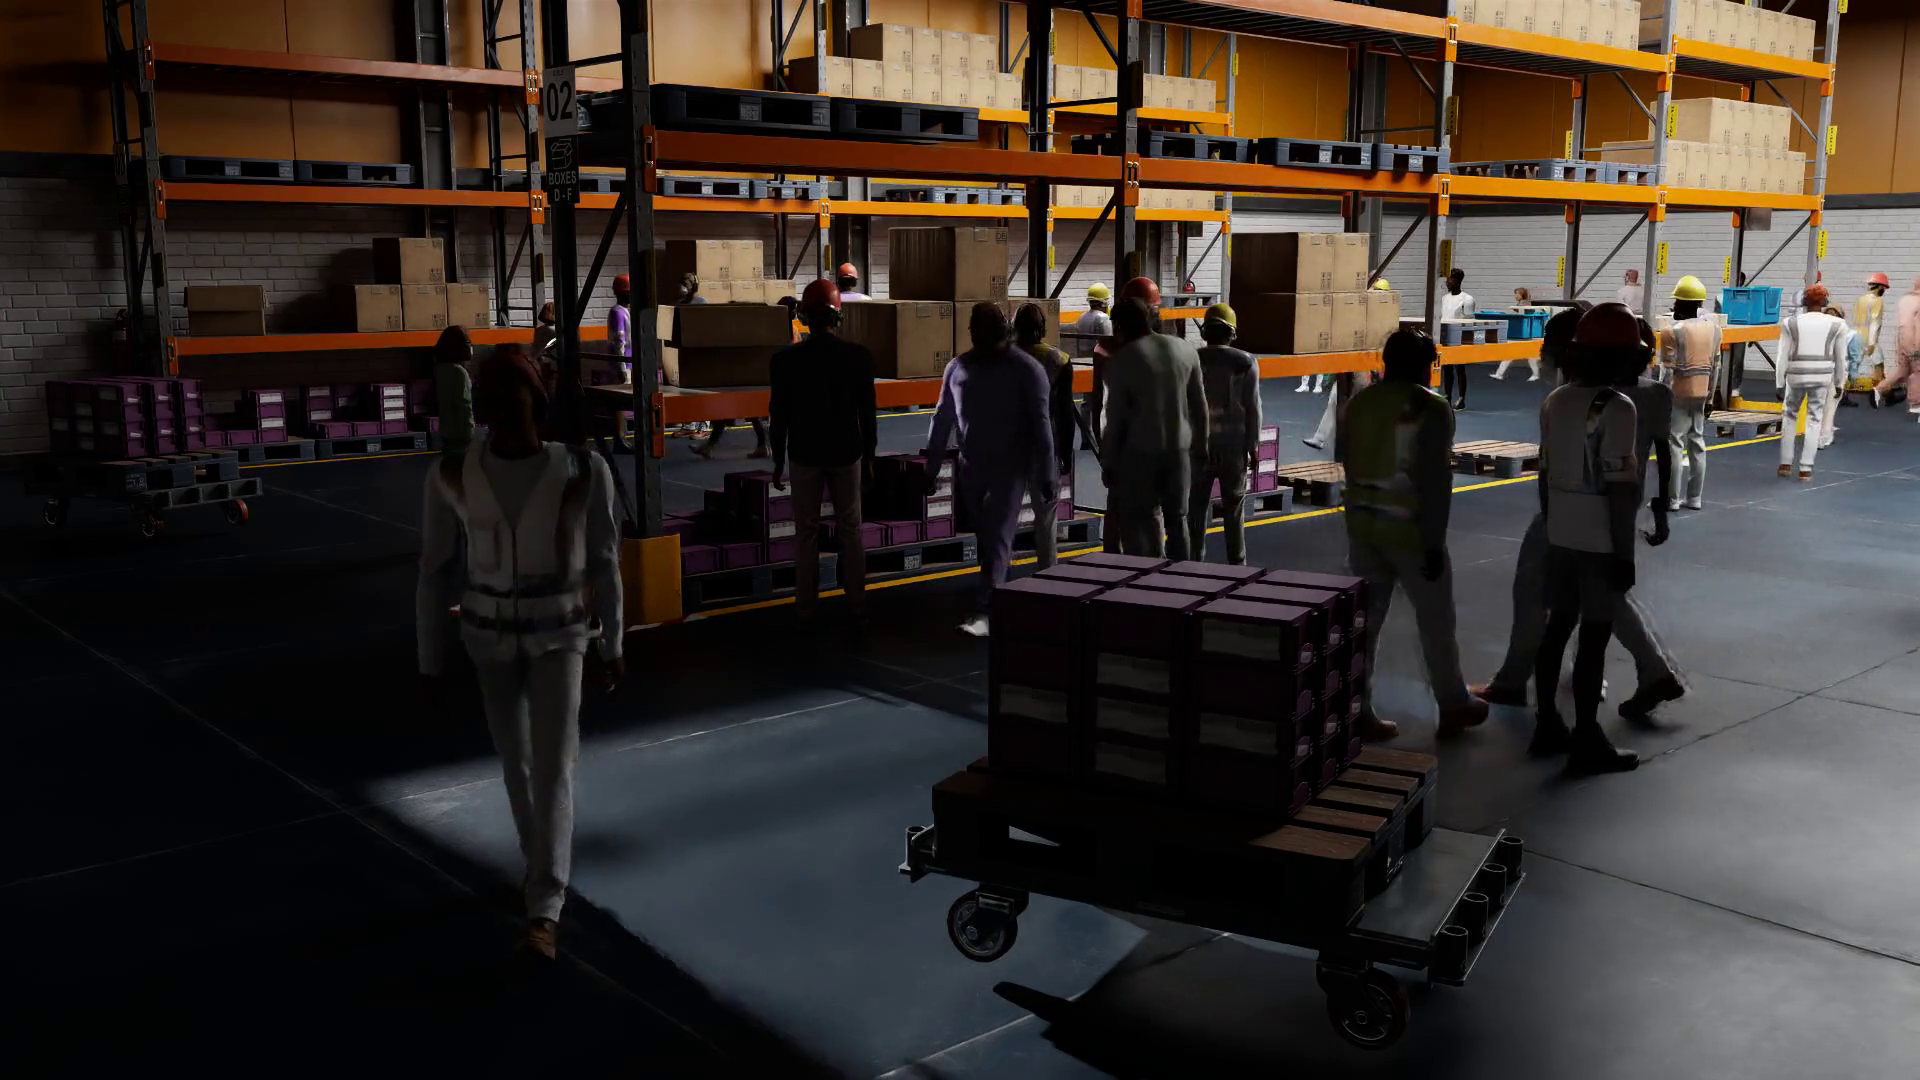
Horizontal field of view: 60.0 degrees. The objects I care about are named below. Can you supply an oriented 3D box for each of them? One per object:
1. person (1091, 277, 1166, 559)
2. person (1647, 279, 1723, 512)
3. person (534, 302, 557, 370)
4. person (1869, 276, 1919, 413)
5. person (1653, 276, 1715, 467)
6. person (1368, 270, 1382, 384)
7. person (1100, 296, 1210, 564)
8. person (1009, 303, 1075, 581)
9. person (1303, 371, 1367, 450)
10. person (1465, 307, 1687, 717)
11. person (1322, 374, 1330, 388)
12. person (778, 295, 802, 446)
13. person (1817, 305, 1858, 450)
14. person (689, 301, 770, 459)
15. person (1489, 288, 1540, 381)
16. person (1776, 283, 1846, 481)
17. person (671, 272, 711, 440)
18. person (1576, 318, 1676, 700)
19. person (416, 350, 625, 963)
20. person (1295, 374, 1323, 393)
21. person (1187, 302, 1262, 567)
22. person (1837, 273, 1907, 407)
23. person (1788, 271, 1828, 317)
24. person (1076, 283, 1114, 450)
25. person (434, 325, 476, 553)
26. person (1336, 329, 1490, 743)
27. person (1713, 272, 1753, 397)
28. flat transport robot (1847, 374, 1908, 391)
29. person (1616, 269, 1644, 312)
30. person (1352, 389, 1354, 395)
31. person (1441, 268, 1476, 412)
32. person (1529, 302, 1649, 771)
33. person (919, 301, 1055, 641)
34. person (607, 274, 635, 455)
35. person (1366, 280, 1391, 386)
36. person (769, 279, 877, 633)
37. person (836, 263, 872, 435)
[{"bbox_3d":[1.100,-0.606,10.216,0.612,1.997,0.375,6,11,30],"label":"person"},{"bbox_3d":[6.038,-1.197,13.866,0.594,1.929,0.352,-3,10,-19],"label":"person"},{"bbox_3d":[-4.482,-1.788,18.235,0.495,1.626,0.285,8,13,40],"label":"person"},{"bbox_3d":[12.810,-2.639,22.478,0.723,1.878,0.650,0,10,0],"label":"person"},{"bbox_3d":[7.358,-1.706,16.859,0.388,1.926,0.590,-3,10,-14],"label":"person"},{"bbox_3d":[6.570,-3.335,26.455,0.646,1.907,0.401,7,12,36],"label":"person"},{"bbox_3d":[1.175,-0.490,9.873,0.741,1.895,0.371,-4,10,-20],"label":"person"},{"bbox_3d":[0.431,-0.578,10.554,0.621,1.835,0.430,3,10,17],"label":"person"},{"bbox_3d":[4.221,-1.754,18.128,0.875,1.591,0.530,-4,11,-24],"label":"person"},{"bbox_3d":[2.898,-0.122,7.680,0.962,1.902,0.628,6,12,32],"label":"person"},{"bbox_3d":[6.031,-3.297,26.716,0.540,1.728,0.683,5,11,28],"label":"person"},{"bbox_3d":[-1.927,-1.866,18.511,0.468,1.691,0.542,-6,11,-31],"label":"person"},{"bbox_3d":[9.614,-1.803,18.413,0.536,1.592,0.877,9,13,43],"label":"person"},{"bbox_3d":[-2.399,-1.664,17.412,0.838,1.648,0.541,2,10,9],"label":"person"},{"bbox_3d":[9.494,-3.480,28.231,0.901,1.588,0.520,-2,10,-13],"label":"person"},{"bbox_3d":[8.102,-1.507,15.879,0.589,1.865,0.666,4,11,24],"label":"person"},{"bbox_3d":[-3.114,-2.133,19.325,0.630,1.940,0.370,9,13,42],"label":"person"},{"bbox_3d":[3.168,-0.147,8.026,0.493,1.834,0.724,-1,10,-4],"label":"person"},{"bbox_3d":[-1.360,0.348,5.107,0.600,1.829,0.980,0,10,-3],"label":"person"},{"bbox_3d":[5.497,-3.225,25.923,0.530,1.871,0.323,8,12,38],"label":"person"},{"bbox_3d":[1.691,-0.640,10.926,0.588,1.822,0.404,4,10,22],"label":"person"},{"bbox_3d":[12.837,-2.799,23.375,0.972,1.880,0.567,0,10,-2],"label":"person"},{"bbox_3d":[12.774,-3.116,25.084,0.379,1.937,0.548,-9,13,-44],"label":"person"},{"bbox_3d":[1.509,-1.873,18.095,0.404,1.836,0.600,-6,11,-31],"label":"person"},{"bbox_3d":[-3.598,-0.721,11.952,0.271,1.631,0.508,-7,12,-34],"label":"person"},{"bbox_3d":[2.007,-0.021,7.357,0.878,1.801,0.637,-7,12,-34],"label":"person"},{"bbox_3d":[11.541,-3.051,24.838,0.587,1.898,0.686,6,12,32],"label":"person"},{"bbox_3d":[14.474,-2.498,26.337,0.652,0.197,1.431,9,13,41],"label":"flat transport robot"},{"bbox_3d":[11.382,-3.653,28.319,0.651,1.906,0.403,-3,10,-19],"label":"person"},{"bbox_3d":[4.868,-2.195,20.577,0.289,1.633,0.501,1,10,5],"label":"person"},{"bbox_3d":[6.788,-2.747,22.836,0.367,1.964,0.609,-4,11,-24],"label":"person"},{"bbox_3d":[2.632,-0.014,6.922,0.358,1.937,0.548,-3,10,-16],"label":"person"},{"bbox_3d":[0.113,-0.376,9.235,0.673,1.863,0.951,6,11,32],"label":"person"},{"bbox_3d":[-3.599,-1.891,17.912,0.375,1.935,0.551,-1,10,-7],"label":"person"},{"bbox_3d":[6.430,-3.095,25.465,0.316,1.766,0.533,-5,11,-29],"label":"person"},{"bbox_3d":[-0.774,-0.469,9.417,0.612,1.995,0.393,-2,10,-10],"label":"person"},{"bbox_3d":[-1.322,-2.223,19.549,0.609,2.044,0.397,-2,10,-13],"label":"person"}]
